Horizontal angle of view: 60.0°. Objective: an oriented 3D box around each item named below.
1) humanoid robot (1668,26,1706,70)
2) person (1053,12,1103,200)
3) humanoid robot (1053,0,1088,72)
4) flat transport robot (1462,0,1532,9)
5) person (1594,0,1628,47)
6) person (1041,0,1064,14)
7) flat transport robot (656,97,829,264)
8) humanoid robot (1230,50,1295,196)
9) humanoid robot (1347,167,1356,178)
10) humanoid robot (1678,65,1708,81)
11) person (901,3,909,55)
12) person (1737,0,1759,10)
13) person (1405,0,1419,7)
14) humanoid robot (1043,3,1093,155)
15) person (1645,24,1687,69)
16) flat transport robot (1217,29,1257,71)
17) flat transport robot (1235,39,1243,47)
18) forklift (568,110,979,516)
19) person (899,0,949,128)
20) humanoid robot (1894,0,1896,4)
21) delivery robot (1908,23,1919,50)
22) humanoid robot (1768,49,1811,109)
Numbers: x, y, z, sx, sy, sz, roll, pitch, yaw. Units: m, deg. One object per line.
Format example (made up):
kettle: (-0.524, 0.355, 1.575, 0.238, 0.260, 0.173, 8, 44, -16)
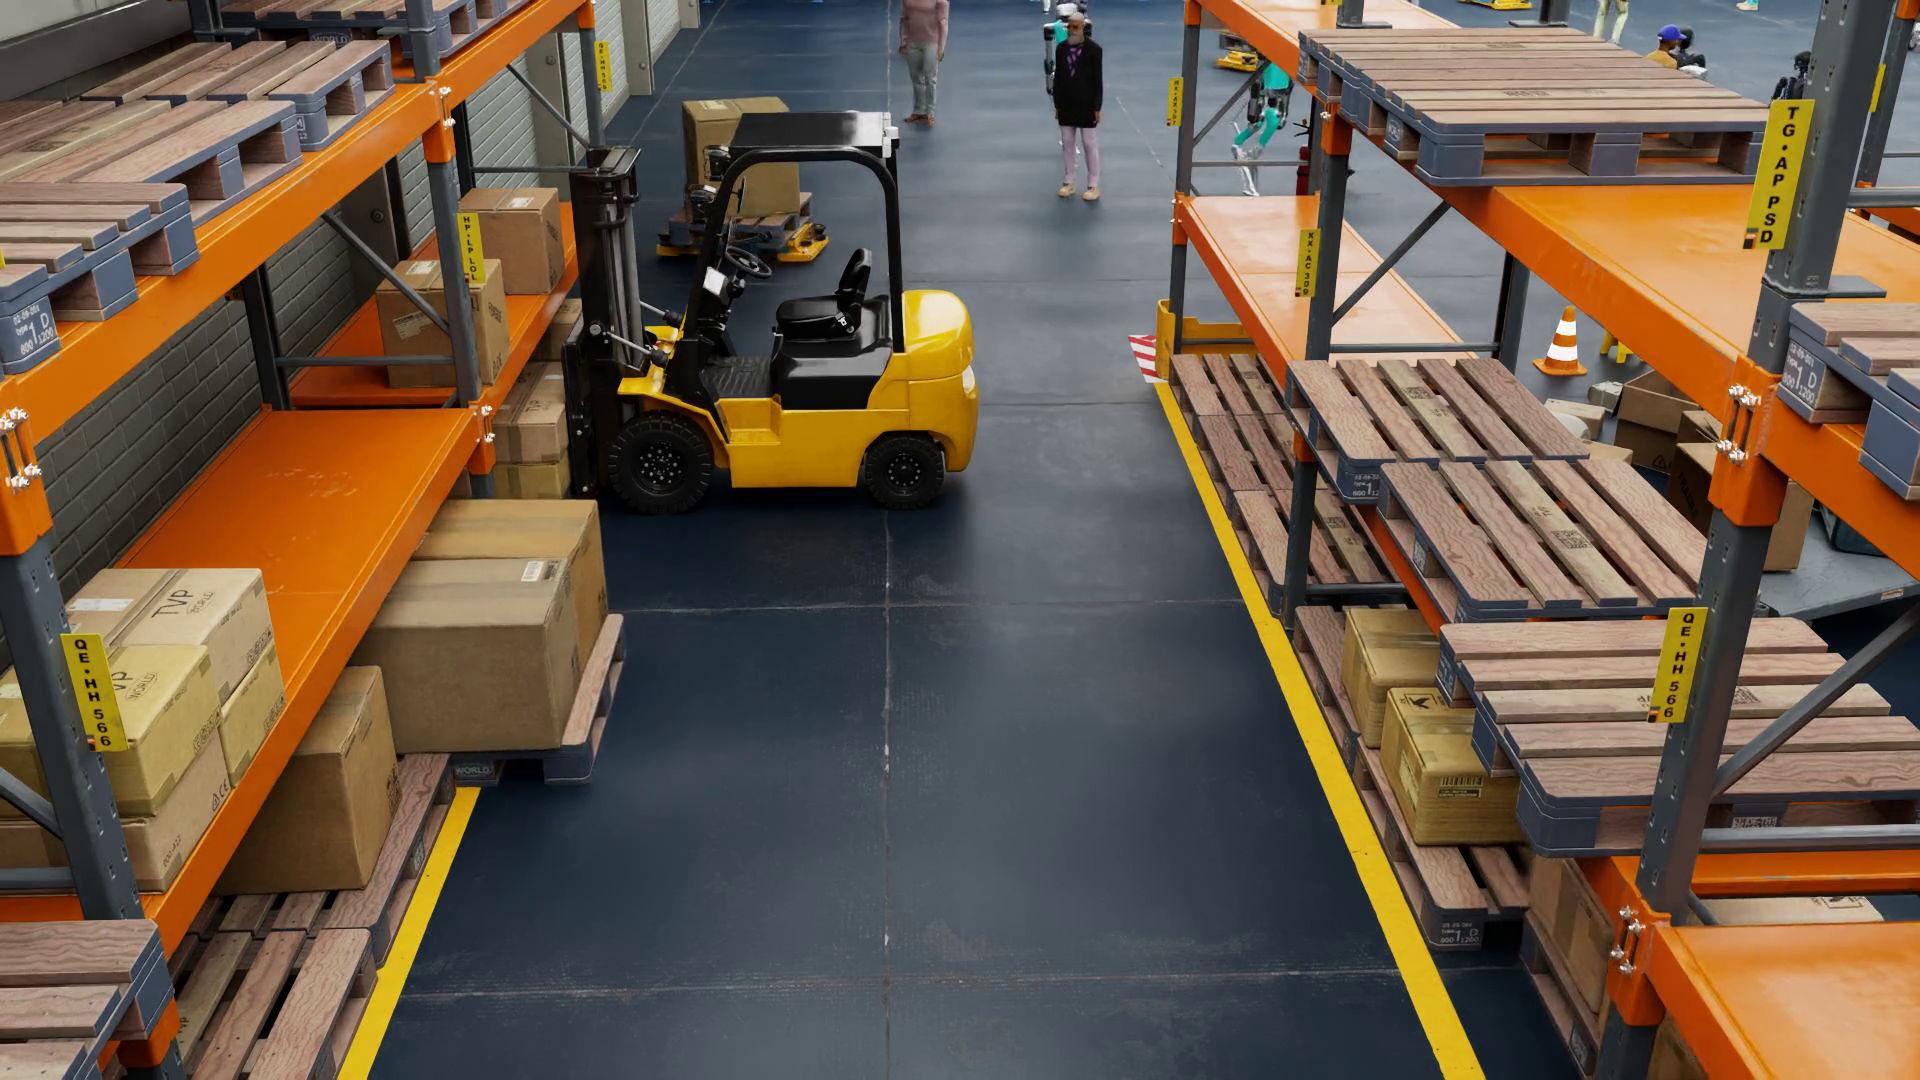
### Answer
humanoid robot: (7.256, -4.404, 16.987, 0.613, 1.651, 0.372, 1, 25, 3)
person: (1.183, -4.347, 16.688, 0.540, 1.838, 0.421, 12, 28, 24)
humanoid robot: (1.580, -7.360, 23.266, 0.608, 1.629, 0.538, -21, 32, -37)
flat transport robot: (9.611, -9.745, 29.940, 0.659, 0.231, 1.431, -7, 26, -14)
person: (9.745, -8.173, 24.731, 0.623, 1.869, 0.539, -22, 33, -38)
person: (1.609, -10.006, 28.759, 0.566, 1.746, 0.343, -14, 29, -28)
flat transport robot: (-1.962, -2.714, 15.052, 1.431, 0.231, 0.659, 4, 26, 9)
humanoid robot: (2.970, -4.256, 16.682, 0.542, 1.864, 0.690, -17, 30, -32)
humanoid robot: (3.862, -4.399, 16.976, 0.612, 1.654, 0.371, -22, 33, -38)
humanoid robot: (6.324, -3.107, 14.193, 0.868, 1.787, 0.540, 15, 29, 28)
person: (-0.740, -8.235, 24.834, 0.358, 1.899, 0.552, 7, 26, 14)
person: (14.044, -10.307, 29.204, 0.379, 1.917, 0.488, 8, 26, 16)
person: (6.793, -8.368, 25.183, 0.562, 1.841, 0.389, -3, 25, -6)
humanoid robot: (1.187, -5.008, 18.235, 0.551, 1.770, 0.951, 1, 25, 3)
person: (6.975, -4.284, 16.679, 0.366, 1.717, 0.458, -10, 27, -20)
flat transport robot: (4.483, -7.003, 24.134, 1.431, 0.231, 0.659, -16, 30, -30)
flat transport robot: (4.686, -7.233, 24.621, 0.659, 0.231, 1.431, 23, 34, 40)
forklift: (-1.043, -1.379, 9.976, 2.313, 2.155, 1.214, -1, 25, -2)
person: (-0.424, -5.947, 19.995, 0.676, 1.906, 0.436, 14, 29, 28)
humanoid robot: (16.085, -9.892, 28.651, 0.584, 1.624, 0.772, -22, 33, -38)
delivery robot: (14.834, -7.708, 25.297, 0.802, 0.598, 0.499, -14, 29, -28)
humanoid robot: (7.787, -3.760, 15.613, 0.381, 1.657, 0.599, -10, 27, -21)
